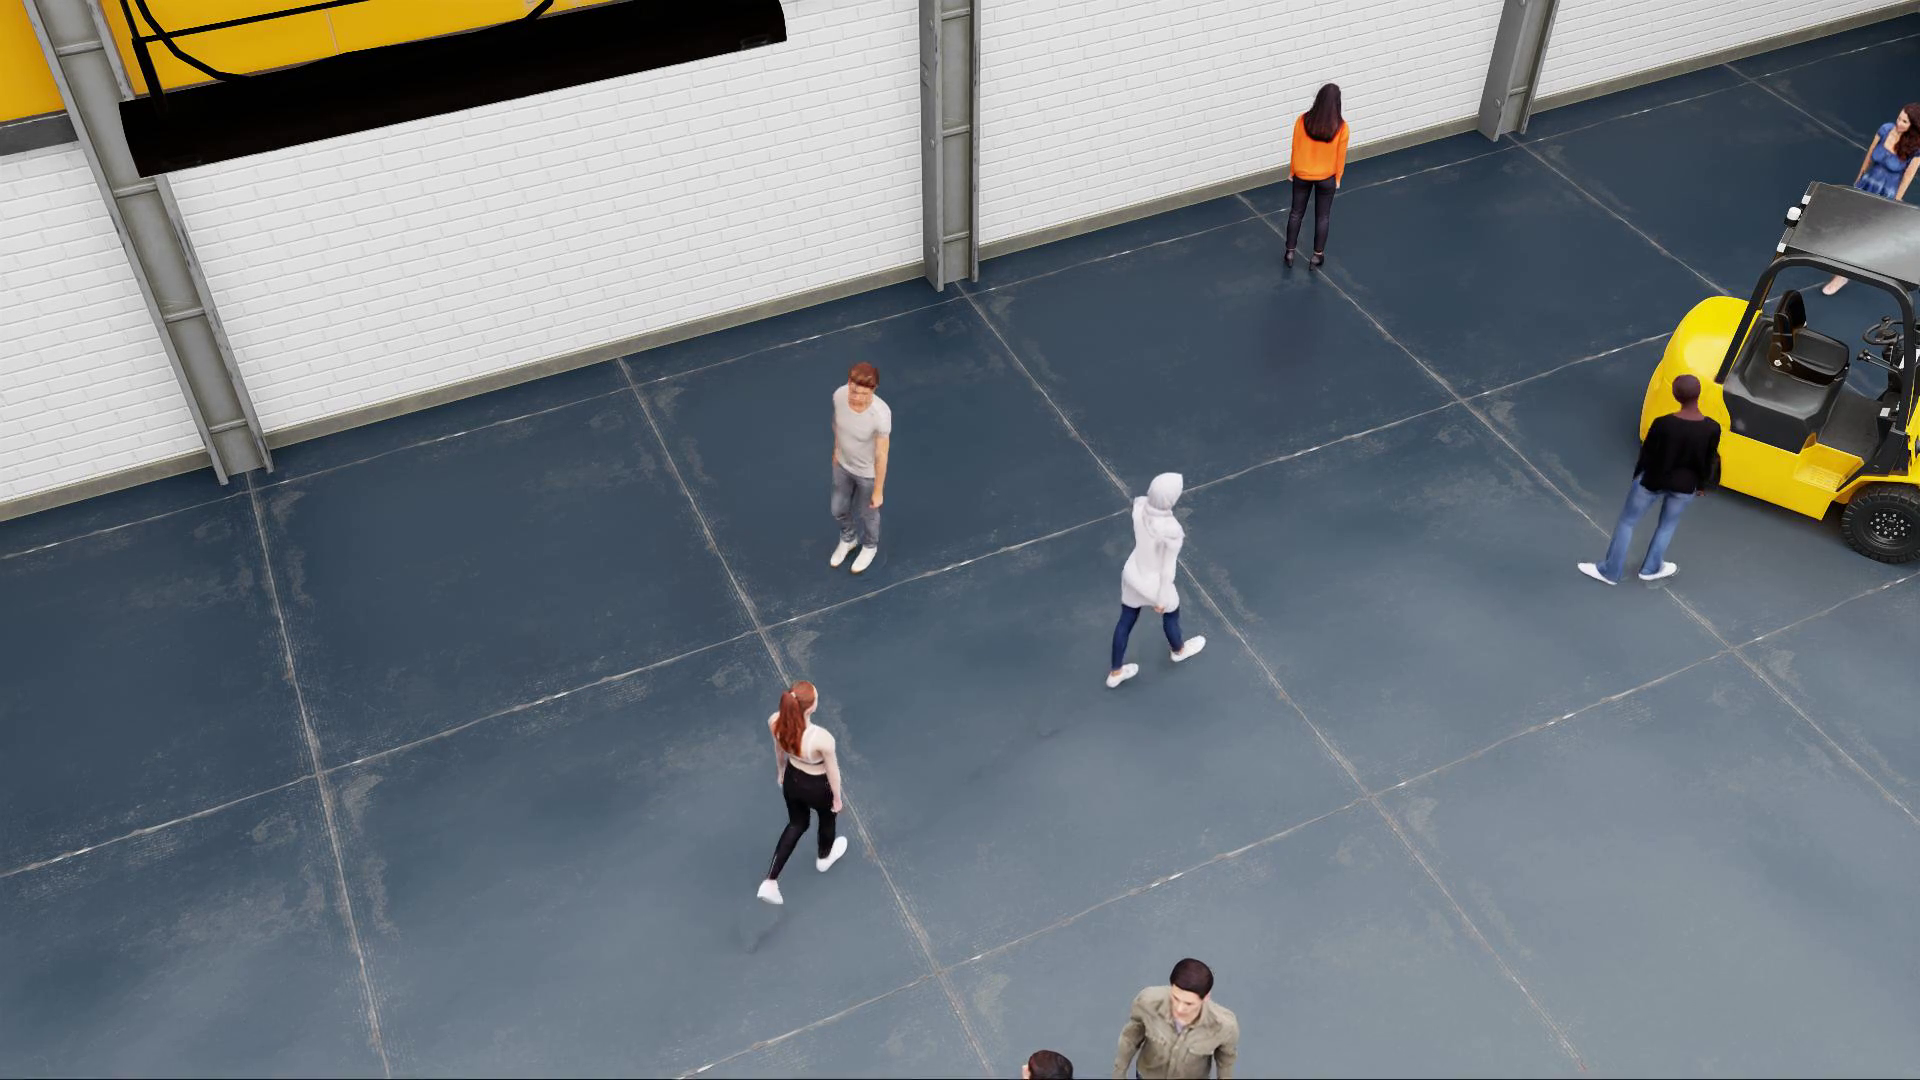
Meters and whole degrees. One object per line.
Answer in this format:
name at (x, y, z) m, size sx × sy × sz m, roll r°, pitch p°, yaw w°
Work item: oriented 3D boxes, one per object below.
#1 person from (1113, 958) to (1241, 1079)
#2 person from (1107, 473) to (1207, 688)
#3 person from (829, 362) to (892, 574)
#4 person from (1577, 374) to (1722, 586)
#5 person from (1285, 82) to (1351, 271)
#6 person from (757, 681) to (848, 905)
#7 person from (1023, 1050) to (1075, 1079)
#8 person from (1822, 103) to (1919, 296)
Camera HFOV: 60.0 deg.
person at (1.065, 2.571, 8.204) m, size 1.117 × 1.826 × 1.199 m, roll 16°, pitch 46°, yaw 16°
person at (1.138, 0.299, 10.646) m, size 1.027 × 1.749 × 0.750 m, roll -28°, pitch 50°, yaw -26°
person at (-0.680, -0.532, 11.428) m, size 0.788 × 1.872 × 0.795 m, roll 32°, pitch 52°, yaw 29°
person at (4.869, -0.366, 11.359) m, size 0.846 × 1.728 × 0.980 m, roll 17°, pitch 46°, yaw 17°
person at (3.034, -3.105, 14.219) m, size 0.700 × 1.749 × 0.762 m, roll 14°, pitch 45°, yaw 14°
person at (-0.907, 1.463, 9.441) m, size 0.907 × 1.726 × 1.076 m, roll 25°, pitch 49°, yaw 24°
person at (0.402, 2.909, 8.039) m, size 0.703 × 1.566 × 0.644 m, roll 14°, pitch 45°, yaw 14°
person at (7.691, -2.854, 13.920) m, size 0.743 × 1.798 × 0.680 m, roll -20°, pitch 47°, yaw -20°
